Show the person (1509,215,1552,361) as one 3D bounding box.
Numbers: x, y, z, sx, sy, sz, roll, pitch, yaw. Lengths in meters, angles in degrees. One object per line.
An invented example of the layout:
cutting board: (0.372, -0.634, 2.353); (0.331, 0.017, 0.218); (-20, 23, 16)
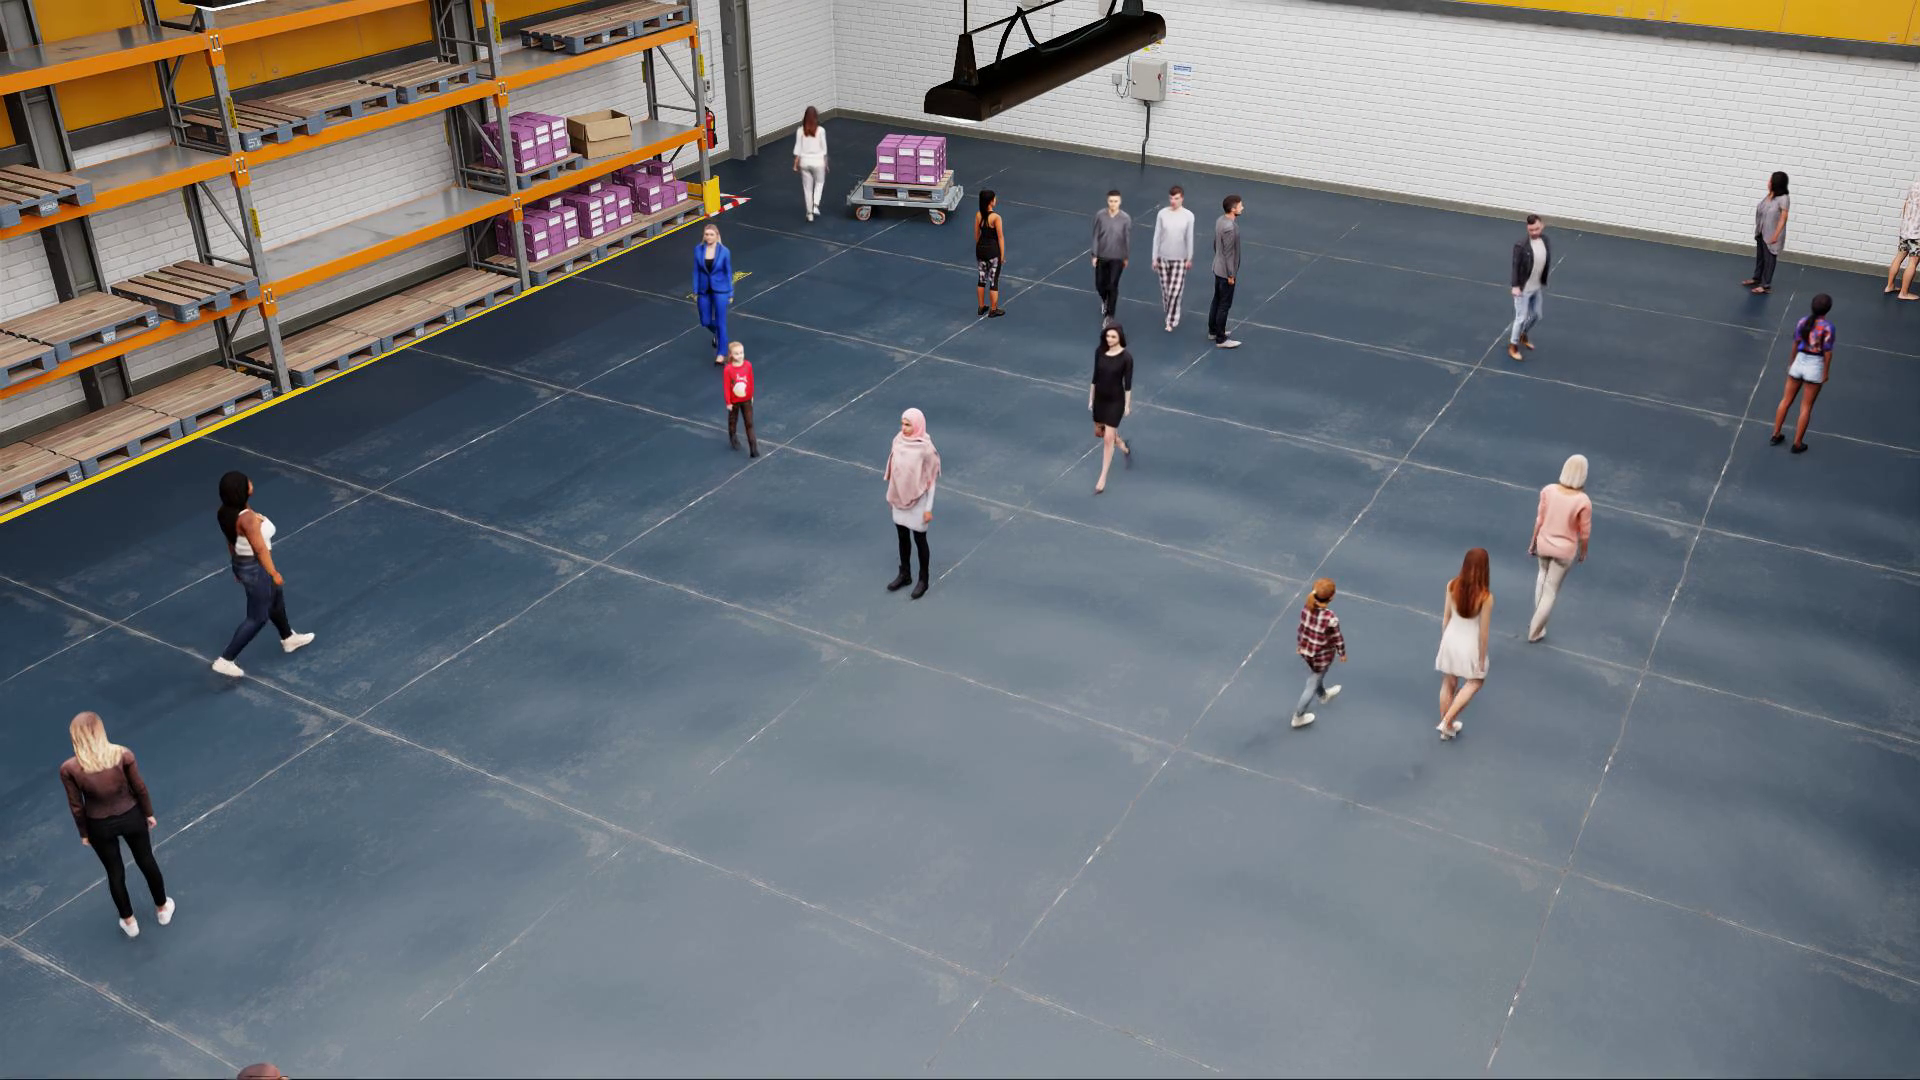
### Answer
person: (6.781, -3.027, 19.859); (0.885, 1.798, 0.981); (-18, 34, -30)

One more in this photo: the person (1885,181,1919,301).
person: (12.508, -4.073, 21.758); (0.801, 1.816, 0.735); (-7, 29, -12)

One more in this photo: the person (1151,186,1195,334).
person: (2.660, -3.544, 20.794); (0.796, 1.811, 1.179); (9, 30, 16)

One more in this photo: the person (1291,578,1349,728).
person: (2.799, 0.915, 13.174); (0.916, 1.279, 0.765); (-17, 33, -28)

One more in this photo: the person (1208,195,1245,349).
person: (3.241, -3.290, 20.263); (0.840, 1.873, 0.756); (-4, 29, -8)

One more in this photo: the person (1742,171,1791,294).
person: (10.741, -4.093, 22.011); (0.818, 1.608, 0.742); (0, 29, 1)

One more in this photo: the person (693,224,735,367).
person: (-2.923, -2.967, 19.860); (0.808, 1.692, 0.918); (3, 29, 5)

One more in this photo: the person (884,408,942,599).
person: (-0.433, -0.347, 14.940); (0.636, 1.804, 0.603); (18, 33, 29)

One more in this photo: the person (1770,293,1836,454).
person: (8.967, -1.786, 17.646); (0.659, 1.739, 0.660); (-17, 33, -28)

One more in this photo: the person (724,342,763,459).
person: (-2.366, -1.503, 17.637); (0.917, 1.250, 0.872); (-14, 32, -24)

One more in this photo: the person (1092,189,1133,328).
person: (1.899, -3.577, 20.915); (0.780, 1.752, 0.934); (5, 29, 8)

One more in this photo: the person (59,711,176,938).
person: (-5.577, 1.871, 10.980); (0.617, 1.703, 0.740); (-15, 32, -26)

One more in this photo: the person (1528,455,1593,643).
person: (5.065, 0.099, 14.228); (0.698, 1.703, 0.872); (22, 36, 35)

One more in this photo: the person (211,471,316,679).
person: (-5.920, 0.315, 13.754); (1.225, 1.777, 0.847); (-24, 37, -37)

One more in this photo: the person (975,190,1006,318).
person: (0.366, -3.665, 21.175); (0.604, 1.659, 0.547); (21, 35, 33)

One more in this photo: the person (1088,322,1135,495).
person: (1.550, -1.377, 16.849); (0.717, 1.783, 1.046); (21, 35, 33)

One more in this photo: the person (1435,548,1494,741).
person: (3.840, 0.855, 12.839); (0.759, 1.704, 0.659); (-25, 37, -38)

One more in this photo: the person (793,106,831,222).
person: (-2.169, -5.544, 24.601); (0.783, 1.675, 0.786); (-3, 29, -6)
